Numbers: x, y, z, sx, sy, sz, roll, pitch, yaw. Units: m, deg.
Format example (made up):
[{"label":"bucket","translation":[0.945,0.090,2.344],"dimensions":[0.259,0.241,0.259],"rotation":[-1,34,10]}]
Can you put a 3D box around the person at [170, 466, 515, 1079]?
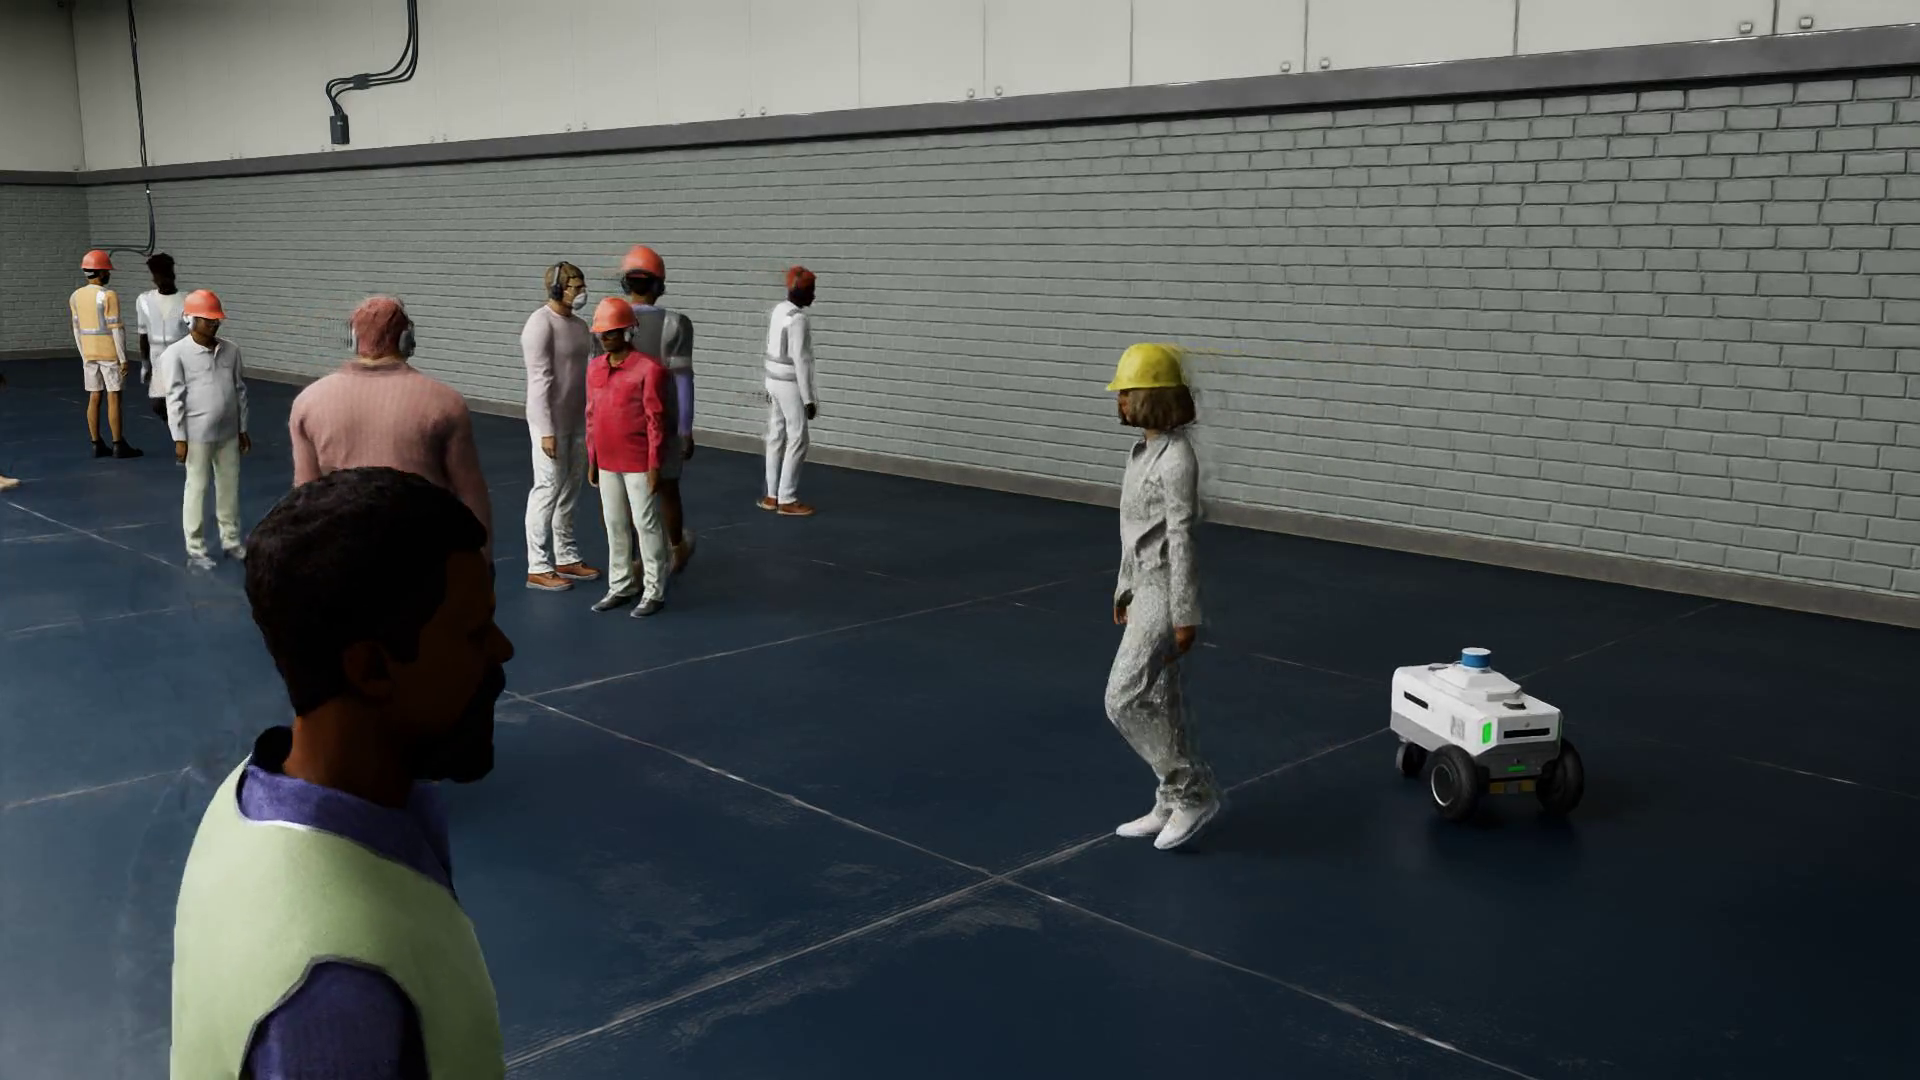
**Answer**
[{"label":"person","translation":[-0.648,0.849,1.712],"dimensions":[1.019,1.873,0.587],"rotation":[-6,12,-29]}]

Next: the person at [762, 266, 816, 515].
[{"label":"person","translation":[-1.304,-1.114,12.465],"dimensions":[0.340,1.859,0.777],"rotation":[-5,12,-26]}]

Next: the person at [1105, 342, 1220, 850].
[{"label":"person","translation":[0.654,0.201,5.616],"dimensions":[0.393,1.729,0.487],"rotation":[-1,10,-3]}]

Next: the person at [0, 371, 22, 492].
[{"label":"person","translation":[-7.933,-1.398,13.488],"dimensions":[0.390,2.035,0.605],"rotation":[-1,10,-7]}]

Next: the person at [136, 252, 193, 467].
[{"label":"person","translation":[-6.921,-1.559,14.653],"dimensions":[0.665,1.926,0.495],"rotation":[-1,10,-3]}]

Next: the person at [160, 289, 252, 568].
[{"label":"person","translation":[-4.706,-0.697,10.466],"dimensions":[0.348,1.744,0.557],"rotation":[5,12,26]}]

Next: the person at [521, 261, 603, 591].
[{"label":"person","translation":[-2.354,-0.673,9.841],"dimensions":[0.385,1.931,0.627],"rotation":[3,11,17]}]

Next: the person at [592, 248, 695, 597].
[{"label":"person","translation":[-1.840,-0.715,9.880],"dimensions":[0.614,1.987,1.030],"rotation":[0,10,1]}]

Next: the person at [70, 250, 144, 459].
[{"label":"person","translation":[-7.979,-1.722,15.518],"dimensions":[0.545,1.938,0.361],"rotation":[3,11,18]}]

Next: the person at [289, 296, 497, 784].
[{"label":"person","translation":[-2.070,0.034,6.177],"dimensions":[0.676,1.850,1.007],"rotation":[0,10,0]}]

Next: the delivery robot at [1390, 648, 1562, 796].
[{"label":"delivery robot","translation":[1.893,0.642,6.143],"dimensions":[0.477,0.478,0.707],"rotation":[-3,11,-14]}]

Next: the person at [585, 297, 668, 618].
[{"label":"person","translation":[-1.845,-0.447,9.095],"dimensions":[0.570,1.743,0.351],"rotation":[7,12,32]}]
